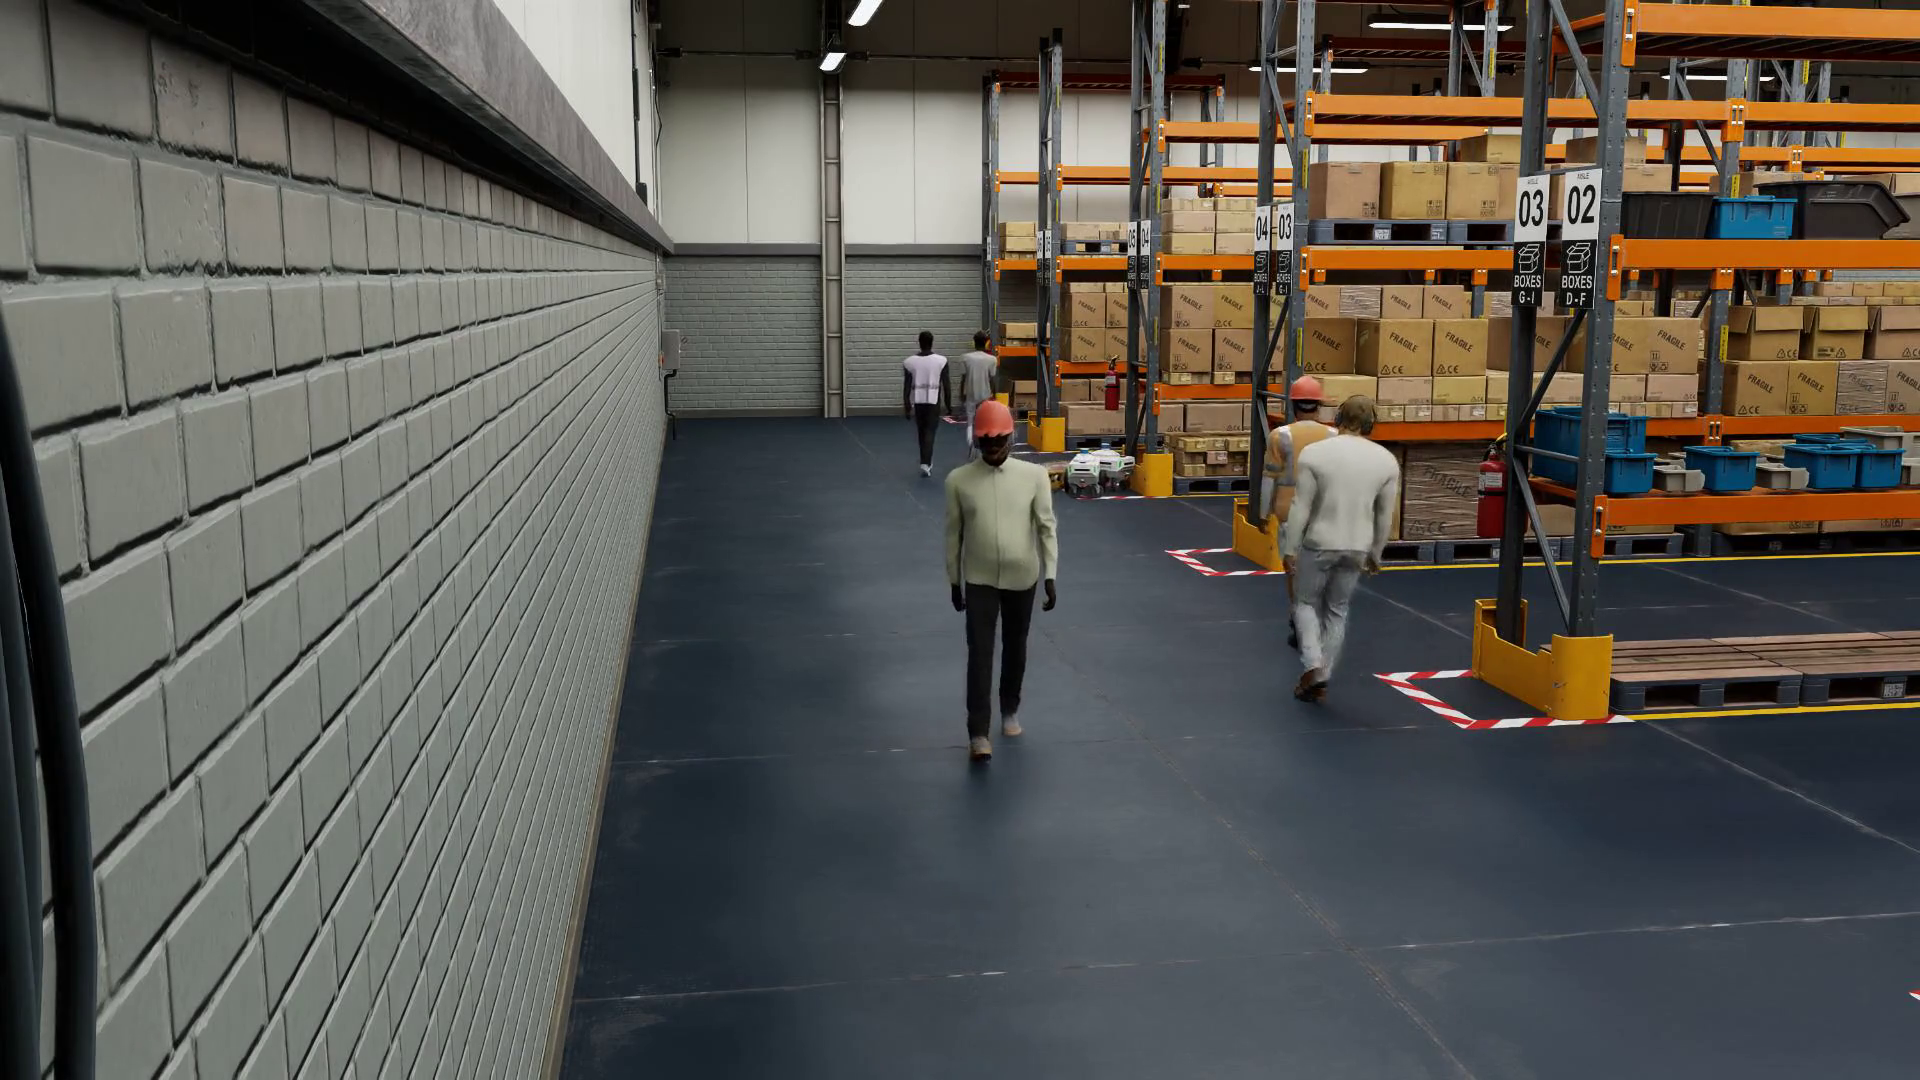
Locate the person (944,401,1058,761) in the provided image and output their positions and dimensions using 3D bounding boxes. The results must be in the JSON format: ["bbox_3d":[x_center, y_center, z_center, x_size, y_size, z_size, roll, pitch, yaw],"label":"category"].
[{"bbox_3d":[0.222,0.211,9.172,0.619,1.947,0.990,0,9,-2],"label":"person"}]

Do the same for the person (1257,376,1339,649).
[{"bbox_3d":[2.399,-0.212,11.885,0.547,1.907,0.842,-1,9,-9],"label":"person"}]

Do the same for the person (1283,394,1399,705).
[{"bbox_3d":[2.306,0.073,10.121,0.704,1.902,0.440,-1,9,-6],"label":"person"}]

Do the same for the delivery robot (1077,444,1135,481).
[{"bbox_3d":[1.761,-0.922,20.116,0.707,0.478,0.477,8,12,41],"label":"delivery robot"}]

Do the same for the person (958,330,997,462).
[{"bbox_3d":[0.239,-1.924,22.603,0.535,1.848,0.519,0,9,1],"label":"person"}]

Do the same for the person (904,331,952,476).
[{"bbox_3d":[-0.438,-1.785,21.681,0.592,1.878,0.983,2,9,14],"label":"person"}]

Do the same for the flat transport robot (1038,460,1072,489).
[{"bbox_3d":[1.224,-0.823,20.665,0.652,0.197,1.431,6,11,35],"label":"flat transport robot"}]

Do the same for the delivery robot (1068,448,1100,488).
[{"bbox_3d":[1.464,-0.836,19.587,0.477,0.478,0.707,1,9,8],"label":"delivery robot"}]
